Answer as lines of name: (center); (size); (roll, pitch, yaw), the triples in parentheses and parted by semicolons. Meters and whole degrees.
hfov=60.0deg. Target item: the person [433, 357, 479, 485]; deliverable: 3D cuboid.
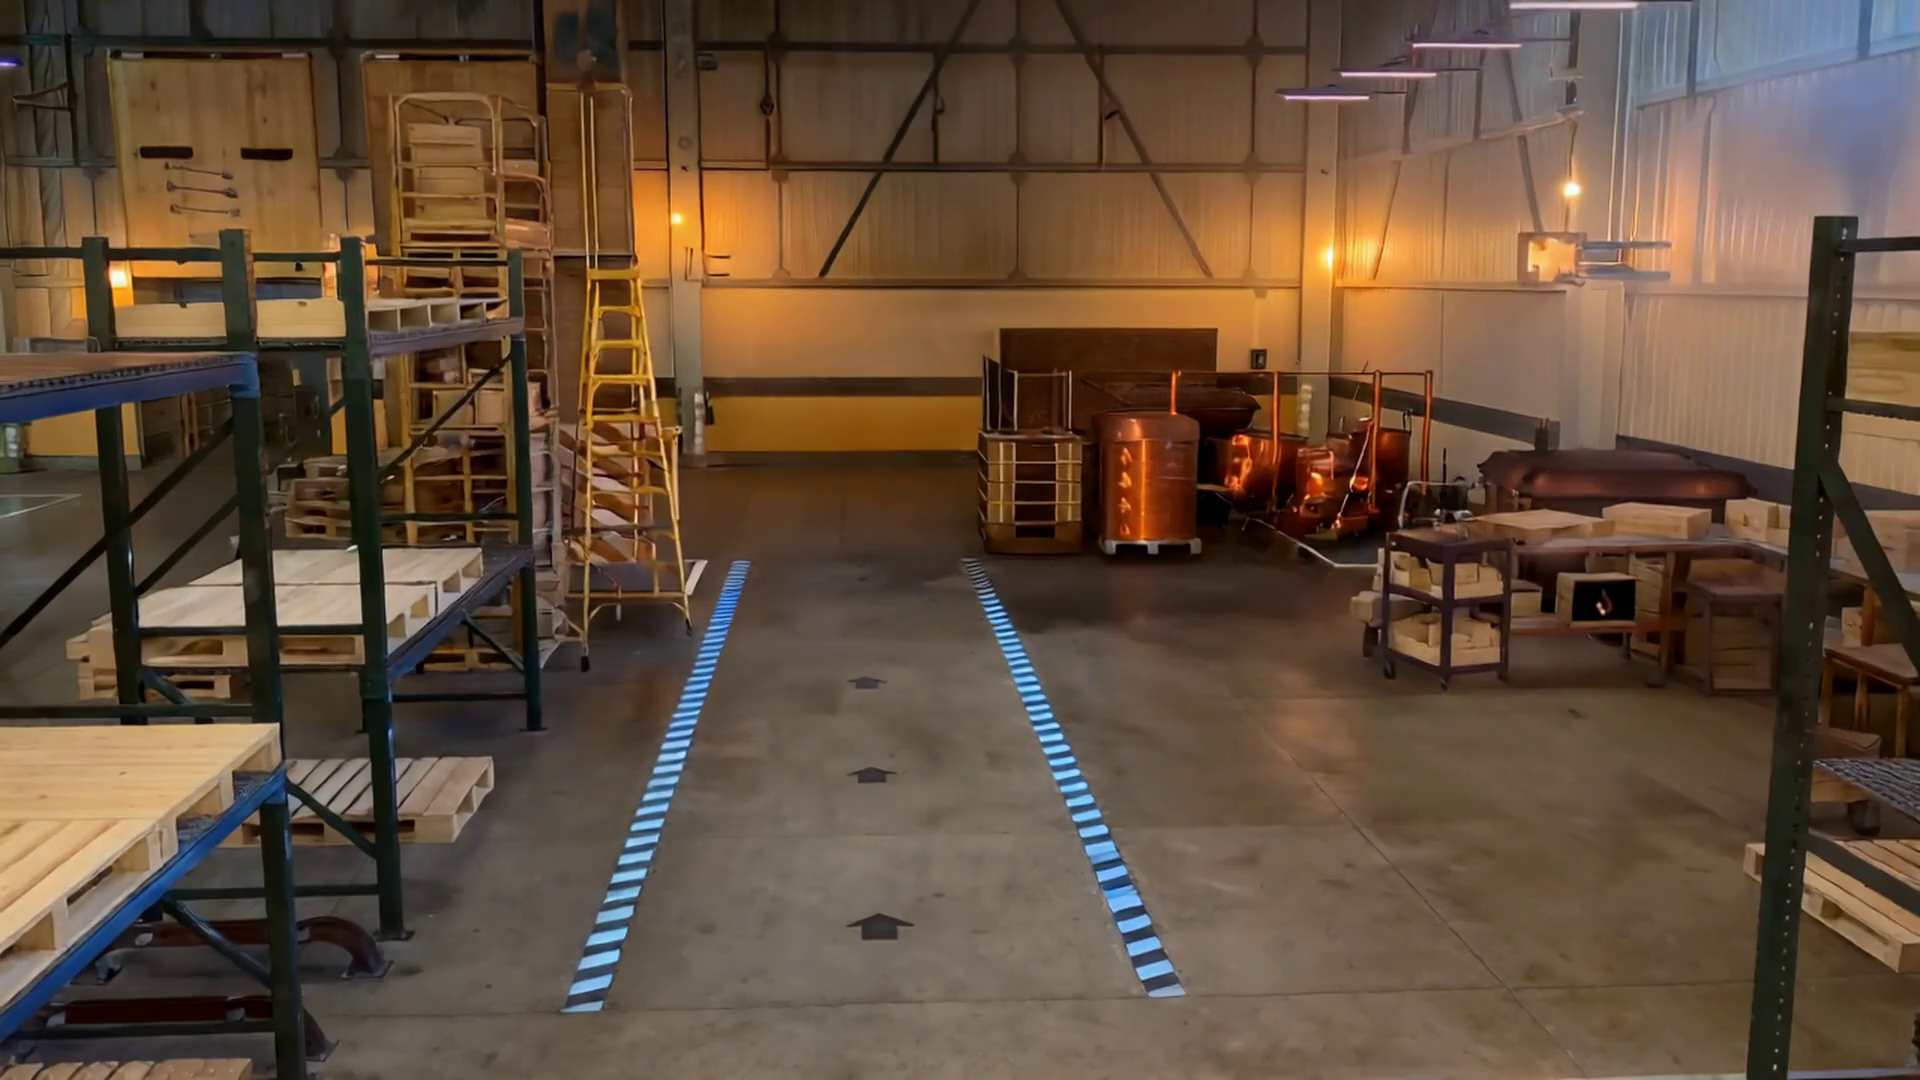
person: (-5.996, -1.215, 19.810); (0.409, 1.910, 0.541); (6, 11, 32)

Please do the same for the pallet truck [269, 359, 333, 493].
pallet truck: (-7.062, -1.131, 18.996); (1.885, 1.965, 0.823); (2, 9, 13)
